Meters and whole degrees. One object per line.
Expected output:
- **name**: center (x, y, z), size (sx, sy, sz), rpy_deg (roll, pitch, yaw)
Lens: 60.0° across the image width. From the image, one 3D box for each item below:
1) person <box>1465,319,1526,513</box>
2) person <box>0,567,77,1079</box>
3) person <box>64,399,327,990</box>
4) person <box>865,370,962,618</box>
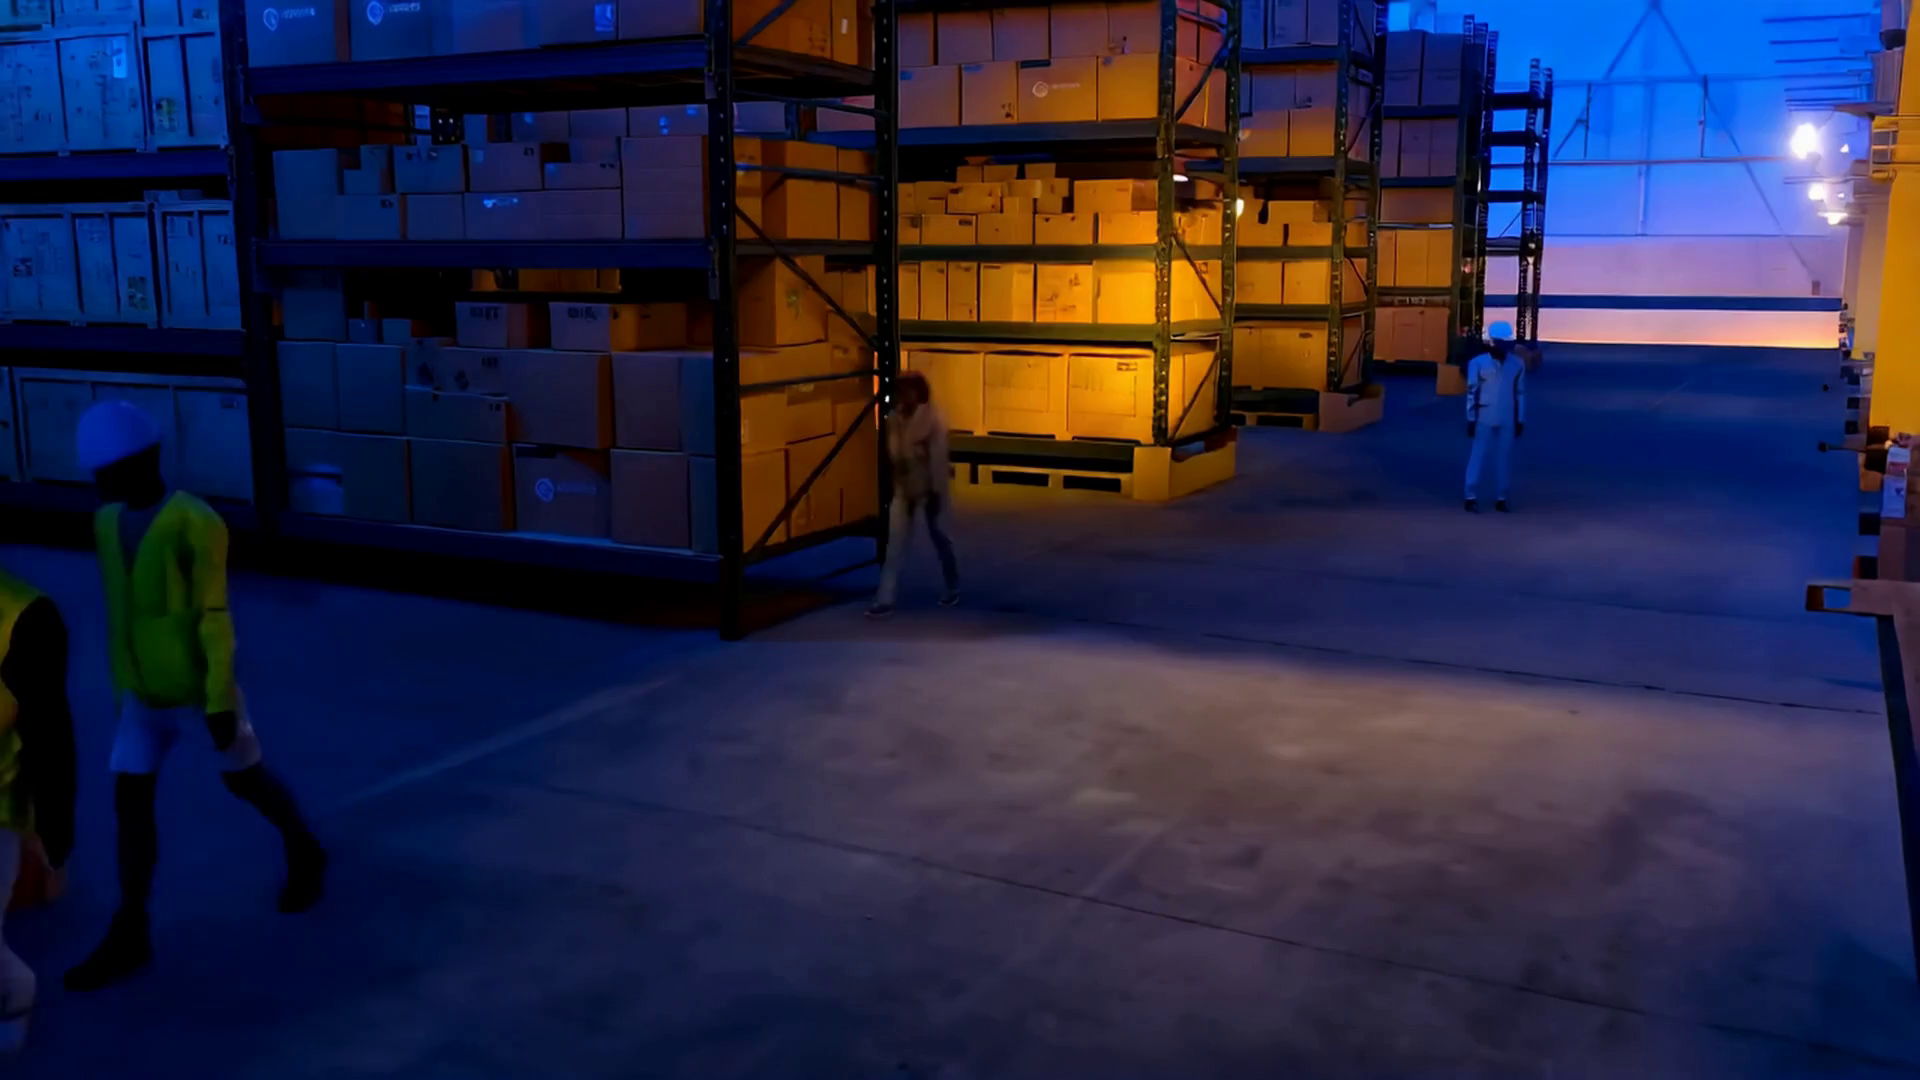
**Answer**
- **person**: center (4.815, -1.103, 14.928), size (0.566, 1.742, 0.351), rpy_deg (-2, 10, -10)
- **person**: center (-2.639, 0.692, 4.364), size (0.623, 1.805, 0.926), rpy_deg (0, 10, 1)
- **person**: center (-2.564, 0.446, 5.564), size (0.585, 1.885, 1.004), rpy_deg (4, 11, 23)
- **person**: center (-0.261, -0.304, 10.744), size (0.531, 1.586, 0.922), rpy_deg (6, 11, 31)
